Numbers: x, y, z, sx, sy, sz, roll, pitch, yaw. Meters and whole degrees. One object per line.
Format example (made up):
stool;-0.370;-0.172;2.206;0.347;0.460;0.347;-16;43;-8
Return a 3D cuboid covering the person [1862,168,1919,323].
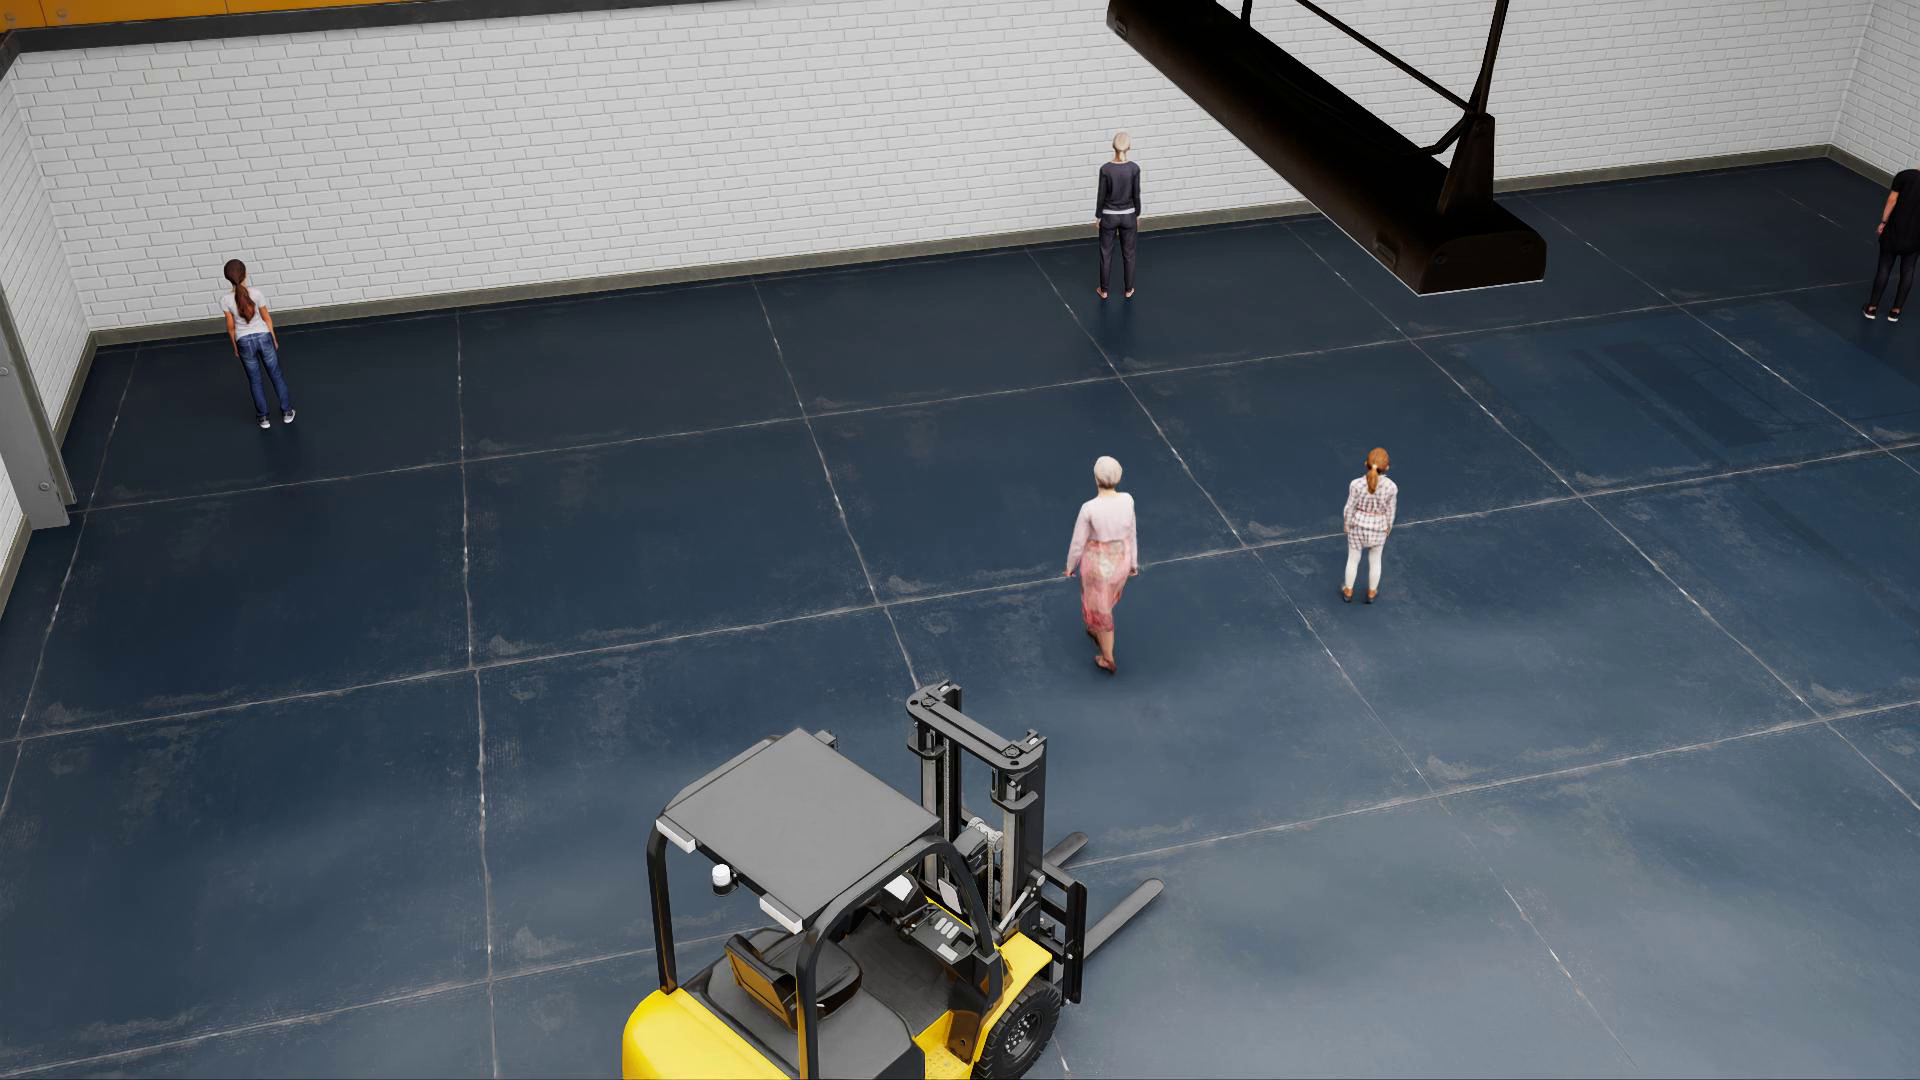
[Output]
person;9.251;-3.044;16.225;0.769;1.864;0.799;13;36;19

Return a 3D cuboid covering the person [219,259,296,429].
person;-6.156;-1.729;14.519;0.565;1.563;0.561;-14;36;-20

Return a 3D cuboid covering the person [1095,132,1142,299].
person;1.590;-3.259;16.674;0.657;1.725;0.605;0;34;0

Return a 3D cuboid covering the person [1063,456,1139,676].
person;1.044;0.229;11.475;0.685;1.671;0.842;-14;36;-19

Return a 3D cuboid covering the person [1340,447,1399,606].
person;3.021;-0.105;12.303;0.605;1.311;0.629;6;34;10
